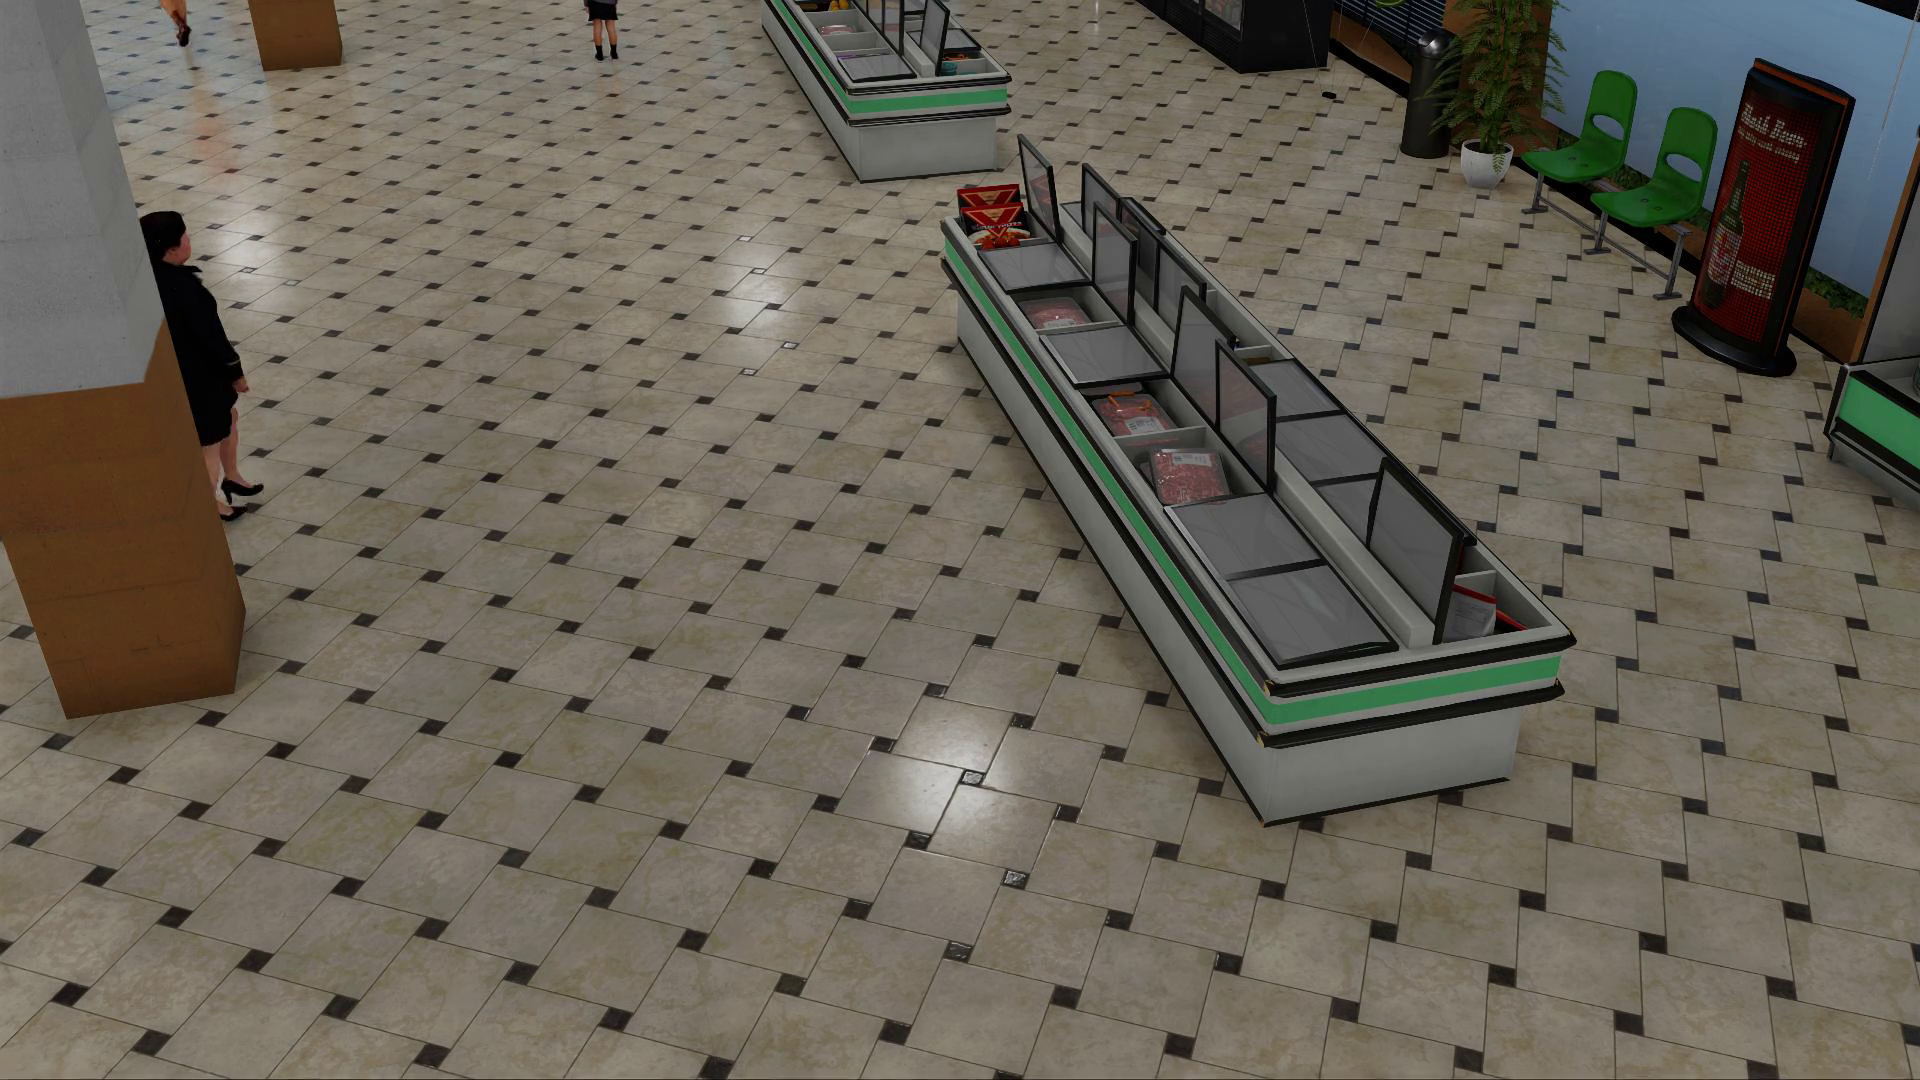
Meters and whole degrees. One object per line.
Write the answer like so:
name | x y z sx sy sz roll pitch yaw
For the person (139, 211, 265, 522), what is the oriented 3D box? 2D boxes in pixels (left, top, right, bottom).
person | -3.887 -0.793 8.274 0.819 1.660 0.909 25 39 34

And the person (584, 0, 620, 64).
person | -3.389 -5.089 15.702 0.460 1.106 0.434 -8 33 -13
